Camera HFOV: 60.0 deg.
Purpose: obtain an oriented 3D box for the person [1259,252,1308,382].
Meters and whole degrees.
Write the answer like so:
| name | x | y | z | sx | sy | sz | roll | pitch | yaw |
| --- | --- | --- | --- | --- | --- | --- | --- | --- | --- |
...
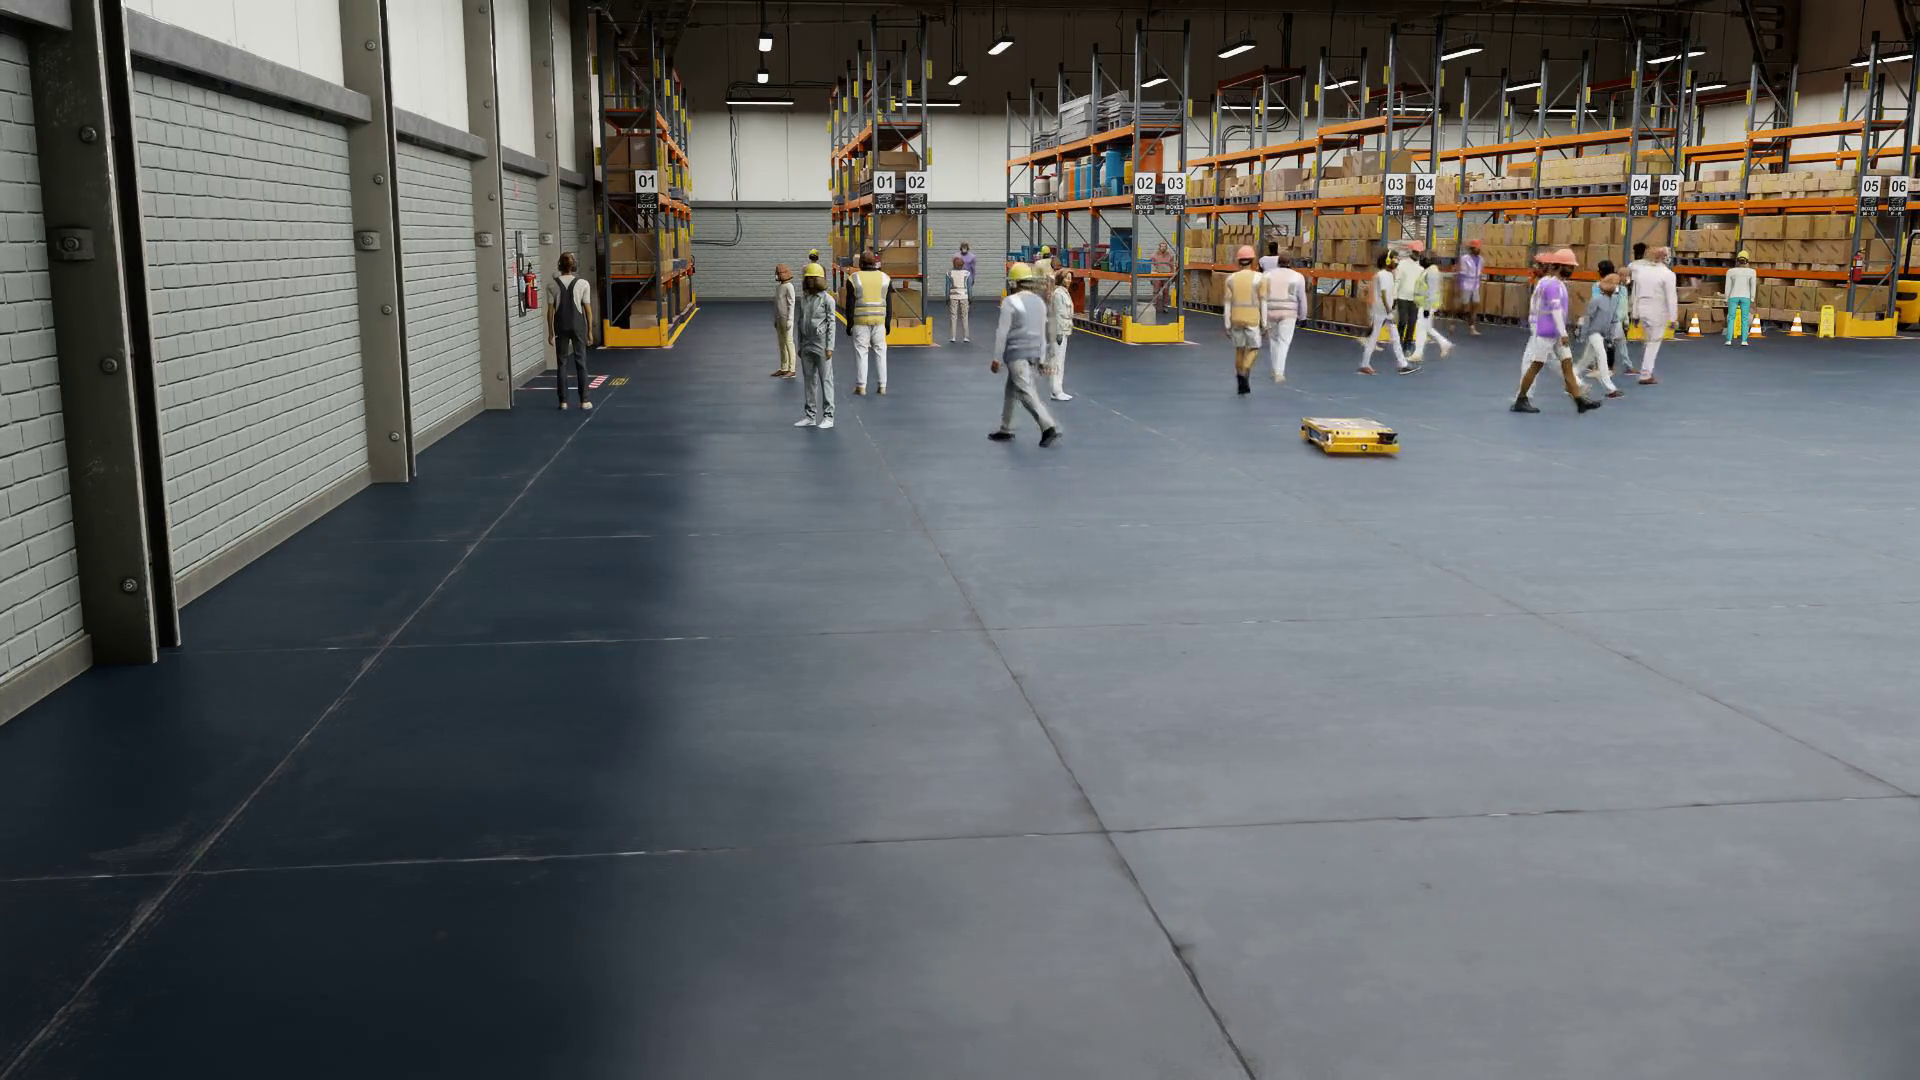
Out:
| name | x | y | z | sx | sy | sz | roll | pitch | yaw |
| --- | --- | --- | --- | --- | --- | --- | --- | --- | --- |
| person | 4.608 | -3.165 | 23.576 | 0.662 | 1.802 | 0.896 | 5 | 12 | 26 |

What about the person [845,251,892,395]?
| name | x | y | z | sx | sy | sz | roll | pitch | yaw |
| --- | --- | --- | --- | --- | --- | --- | --- | --- | --- |
| person | -1.186 | -2.796 | 21.468 | 0.625 | 1.843 | 0.430 | -4 | 11 | -20 |

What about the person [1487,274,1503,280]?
| name | x | y | z | sx | sy | sz | roll | pitch | yaw |
| --- | --- | --- | --- | --- | --- | --- | --- | --- | --- |
| person | 14.920 | -7.356 | 46.453 | 0.568 | 1.843 | 0.374 | -5 | 12 | -26 |

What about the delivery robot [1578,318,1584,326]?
| name | x | y | z | sx | sy | sz | roll | pitch | yaw |
| --- | --- | --- | --- | --- | --- | --- | --- | --- | --- |
| delivery robot | 12.562 | -4.276 | 32.854 | 0.477 | 0.478 | 0.707 | -4 | 11 | -19 |

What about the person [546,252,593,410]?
| name | x | y | z | sx | sy | sz | roll | pitch | yaw |
| --- | --- | --- | --- | --- | --- | --- | --- | --- | --- |
| person | -4.580 | -2.445 | 19.537 | 0.515 | 1.843 | 0.326 | -2 | 10 | -9 |

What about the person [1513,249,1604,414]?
| name | x | y | z | sx | sy | sz | roll | pitch | yaw |
| --- | --- | --- | --- | --- | --- | --- | --- | --- | --- |
| person | 6.856 | -2.368 | 19.010 | 1.014 | 1.879 | 0.560 | 7 | 13 | 35 |

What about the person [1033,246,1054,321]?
| name | x | y | z | sx | sy | sz | roll | pitch | yaw |
| --- | --- | --- | --- | --- | --- | --- | --- | --- | --- |
| person | 1.898 | -5.564 | 36.712 | 0.626 | 1.826 | 0.403 | -3 | 11 | -18 |

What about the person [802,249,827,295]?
| name | x | y | z | sx | sy | sz | roll | pitch | yaw |
| --- | --- | --- | --- | --- | --- | --- | --- | --- | --- |
| person | -3.105 | -5.312 | 35.467 | 0.533 | 1.767 | 0.312 | 0 | 10 | 1 |

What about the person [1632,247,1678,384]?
| name | x | y | z | sx | sy | sz | roll | pitch | yaw |
| --- | --- | --- | --- | --- | --- | --- | --- | --- | --- |
| person | 9.633 | -3.087 | 22.944 | 0.620 | 1.883 | 0.672 | -4 | 11 | -20 |

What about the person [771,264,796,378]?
| name | x | y | z | sx | sy | sz | roll | pitch | yaw |
| --- | --- | --- | --- | --- | --- | --- | --- | --- | --- |
| person | -2.551 | -3.167 | 24.073 | 0.286 | 1.633 | 0.499 | -6 | 12 | -32 |

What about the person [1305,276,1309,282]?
| name | x | y | z | sx | sy | sz | roll | pitch | yaw |
| --- | --- | --- | --- | --- | --- | --- | --- | --- | --- |
| person | 8.843 | -6.915 | 43.830 | 0.646 | 1.917 | 0.516 | -1 | 10 | -5 |

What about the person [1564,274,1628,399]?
| name | x | y | z | sx | sy | sz | roll | pitch | yaw |
| --- | --- | --- | --- | --- | --- | --- | --- | --- | --- |
| person | 8.038 | -2.570 | 20.981 | 0.495 | 1.567 | 0.883 | -8 | 13 | -39 |

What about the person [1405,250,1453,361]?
| name | x | y | z | sx | sy | sz | roll | pitch | yaw |
| --- | --- | --- | --- | --- | --- | --- | --- | --- | --- |
| person | 7.678 | -3.813 | 27.121 | 0.693 | 1.821 | 0.632 | 2 | 11 | 10 |

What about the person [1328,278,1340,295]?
| name | x | y | z | sx | sy | sz | roll | pitch | yaw |
| --- | --- | --- | --- | --- | --- | --- | --- | --- | --- |
| person | 11.732 | -8.406 | 51.955 | 0.360 | 1.938 | 0.635 | -3 | 11 | -14 |

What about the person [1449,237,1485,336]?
| name | x | y | z | sx | sy | sz | roll | pitch | yaw |
| --- | --- | --- | --- | --- | --- | --- | --- | --- | --- |
| person | 10.475 | -5.223 | 34.298 | 0.638 | 2.019 | 0.764 | -4 | 11 | -23 |

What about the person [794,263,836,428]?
| name | x | y | z | sx | sy | sz | roll | pitch | yaw |
| --- | --- | --- | --- | --- | --- | --- | --- | --- | --- |
| person | -1.544 | -2.063 | 17.714 | 0.491 | 1.746 | 0.285 | 7 | 13 | 34 |

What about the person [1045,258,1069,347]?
| name | x | y | z | sx | sy | sz | roll | pitch | yaw |
| --- | --- | --- | --- | --- | --- | --- | --- | --- | --- |
| person | 1.792 | -4.385 | 30.737 | 0.512 | 1.638 | 0.312 | -6 | 12 | -32 |

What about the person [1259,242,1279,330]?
| name | x | y | z | sx | sy | sz | roll | pitch | yaw |
| --- | --- | --- | --- | --- | --- | --- | --- | --- | --- |
| person | 6.784 | -5.523 | 36.209 | 0.597 | 1.916 | 0.371 | 6 | 12 | 30 |

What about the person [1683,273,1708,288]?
| name | x | y | z | sx | sy | sz | roll | pitch | yaw |
| --- | --- | --- | --- | --- | --- | --- | --- | --- | --- |
| person | 19.394 | -6.899 | 43.636 | 0.646 | 1.956 | 0.907 | -3 | 11 | -17 |

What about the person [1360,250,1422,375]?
| name | x | y | z | sx | sy | sz | roll | pitch | yaw |
| --- | --- | --- | --- | --- | --- | --- | --- | --- | --- |
| person | 6.325 | -3.321 | 24.403 | 0.932 | 1.825 | 0.506 | 8 | 13 | 37 |

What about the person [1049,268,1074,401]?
| name | x | y | z | sx | sy | sz | roll | pitch | yaw |
| --- | --- | --- | --- | --- | --- | --- | --- | --- | --- |
| person | 1.262 | -2.559 | 20.731 | 0.315 | 1.636 | 0.514 | 2 | 11 | 12 |

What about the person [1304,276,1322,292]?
| name | x | y | z | sx | sy | sz | roll | pitch | yaw |
| --- | --- | --- | --- | --- | --- | --- | --- | --- | --- |
| person | 10.645 | -8.091 | 49.996 | 0.551 | 2.025 | 0.656 | -6 | 12 | -28 |

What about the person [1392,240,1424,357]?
| name | x | y | z | sx | sy | sz | roll | pitch | yaw |
| --- | --- | --- | --- | --- | --- | --- | --- | --- | --- |
| person | 7.643 | -4.089 | 28.189 | 0.630 | 1.975 | 0.432 | -2 | 10 | -8 |

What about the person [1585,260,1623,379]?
| name | x | y | z | sx | sy | sz | roll | pitch | yaw |
| --- | --- | --- | --- | --- | --- | --- | --- | --- | --- |
| person | 9.224 | -3.154 | 23.827 | 0.533 | 1.697 | 0.318 | -5 | 12 | -26 |

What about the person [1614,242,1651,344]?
| name | x | y | z | sx | sy | sz | roll | pitch | yaw |
| --- | --- | --- | --- | --- | --- | --- | --- | --- | --- |
| person | 12.919 | -4.680 | 31.578 | 0.616 | 1.928 | 0.976 | -4 | 11 | -20 |

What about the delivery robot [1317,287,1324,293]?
| name | x | y | z | sx | sy | sz | roll | pitch | yaw |
| --- | --- | --- | --- | --- | --- | --- | --- | --- | --- |
| delivery robot | 10.451 | -7.124 | 48.468 | 0.477 | 0.478 | 0.707 | 2 | 10 | 11 |

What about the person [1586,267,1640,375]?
| name | x | y | z | sx | sy | sz | roll | pitch | yaw |
| --- | --- | --- | --- | --- | --- | --- | --- | --- | --- |
| person | 9.706 | -3.240 | 24.620 | 0.890 | 1.582 | 0.505 | 8 | 13 | 37 |

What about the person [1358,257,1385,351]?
| name | x | y | z | sx | sy | sz | roll | pitch | yaw |
| --- | --- | --- | --- | --- | --- | --- | --- | --- | --- |
| person | 7.330 | -4.162 | 29.396 | 0.509 | 1.674 | 0.559 | -1 | 10 | -7 |

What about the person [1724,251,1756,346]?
| name | x | y | z | sx | sy | sz | roll | pitch | yaw |
| --- | --- | --- | --- | --- | --- | --- | --- | --- | --- |
| person | 14.545 | -4.502 | 31.027 | 0.533 | 1.768 | 0.310 | 5 | 11 | 24 |

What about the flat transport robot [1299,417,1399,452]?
| name | x | y | z | sx | sy | sz | roll | pitch | yaw |
| --- | --- | --- | --- | --- | --- | --- | --- | --- | --- |
| flat transport robot | 3.740 | -1.024 | 16.060 | 0.652 | 0.197 | 1.431 | 0 | 10 | 0 |

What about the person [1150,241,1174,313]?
| name | x | y | z | sx | sy | sz | roll | pitch | yaw |
| --- | --- | --- | --- | --- | --- | --- | --- | --- | --- |
| person | 5.364 | -6.963 | 44.142 | 0.652 | 1.904 | 0.402 | -1 | 10 | -5 |

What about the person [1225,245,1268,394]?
| name | x | y | z | sx | sy | sz | roll | pitch | yaw |
| --- | --- | --- | --- | --- | --- | --- | --- | --- | --- |
| person | 3.651 | -2.812 | 21.332 | 0.568 | 1.923 | 0.550 | 5 | 11 | 26 |

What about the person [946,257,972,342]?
| name | x | y | z | sx | sy | sz | roll | pitch | yaw |
| --- | --- | --- | --- | --- | --- | --- | --- | --- | --- |
| person | -0.022 | -4.640 | 32.130 | 0.511 | 1.641 | 0.307 | -1 | 10 | -3 |

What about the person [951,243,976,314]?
| name | x | y | z | sx | sy | sz | roll | pitch | yaw |
| --- | --- | --- | --- | --- | --- | --- | --- | --- | --- |
| person | 0.097 | -6.793 | 43.329 | 0.630 | 1.881 | 1.069 | 1 | 10 | 6 |

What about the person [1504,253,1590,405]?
| name | x | y | z | sx | sy | sz | roll | pitch | yaw |
| --- | --- | --- | --- | --- | --- | --- | --- | --- | --- |
| person | 7.117 | -2.527 | 20.008 | 0.919 | 1.847 | 0.581 | 4 | 11 | 20 |

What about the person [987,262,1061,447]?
| name | x | y | z | sx | sy | sz | roll | pitch | yaw |
| --- | --- | --- | --- | --- | --- | --- | --- | --- | --- |
| person | 0.640 | -1.812 | 16.227 | 0.922 | 1.790 | 0.581 | 8 | 13 | 36 |
